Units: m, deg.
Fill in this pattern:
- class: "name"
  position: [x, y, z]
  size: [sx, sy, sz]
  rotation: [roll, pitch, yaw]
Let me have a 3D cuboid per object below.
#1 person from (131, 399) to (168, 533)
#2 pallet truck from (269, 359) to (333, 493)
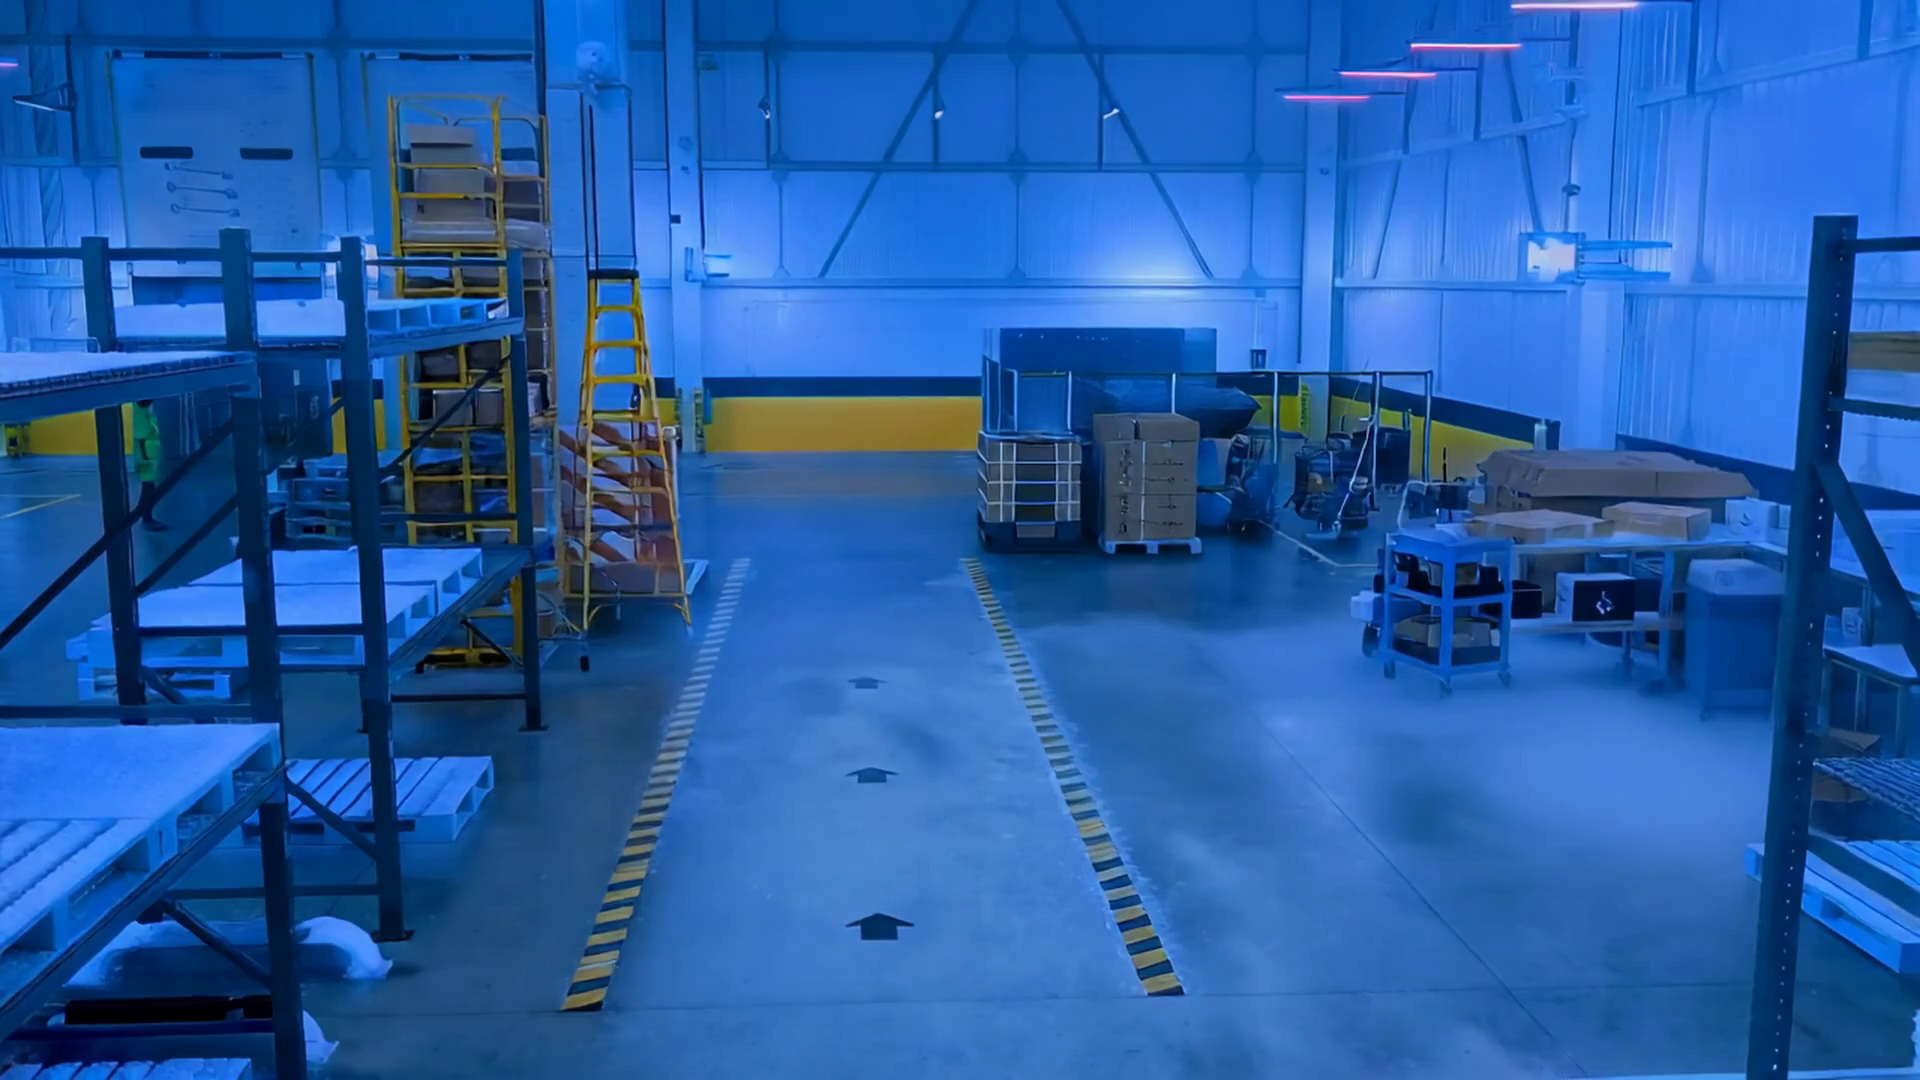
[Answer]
- class: "person"
  position: [-9.100, -0.924, 18.630]
  size: [0.316, 1.700, 0.540]
  rotation: [-3, 10, -21]
- class: "pallet truck"
  position: [-7.062, -1.131, 18.996]
  size: [1.885, 1.965, 0.823]
  rotation: [2, 9, 13]
